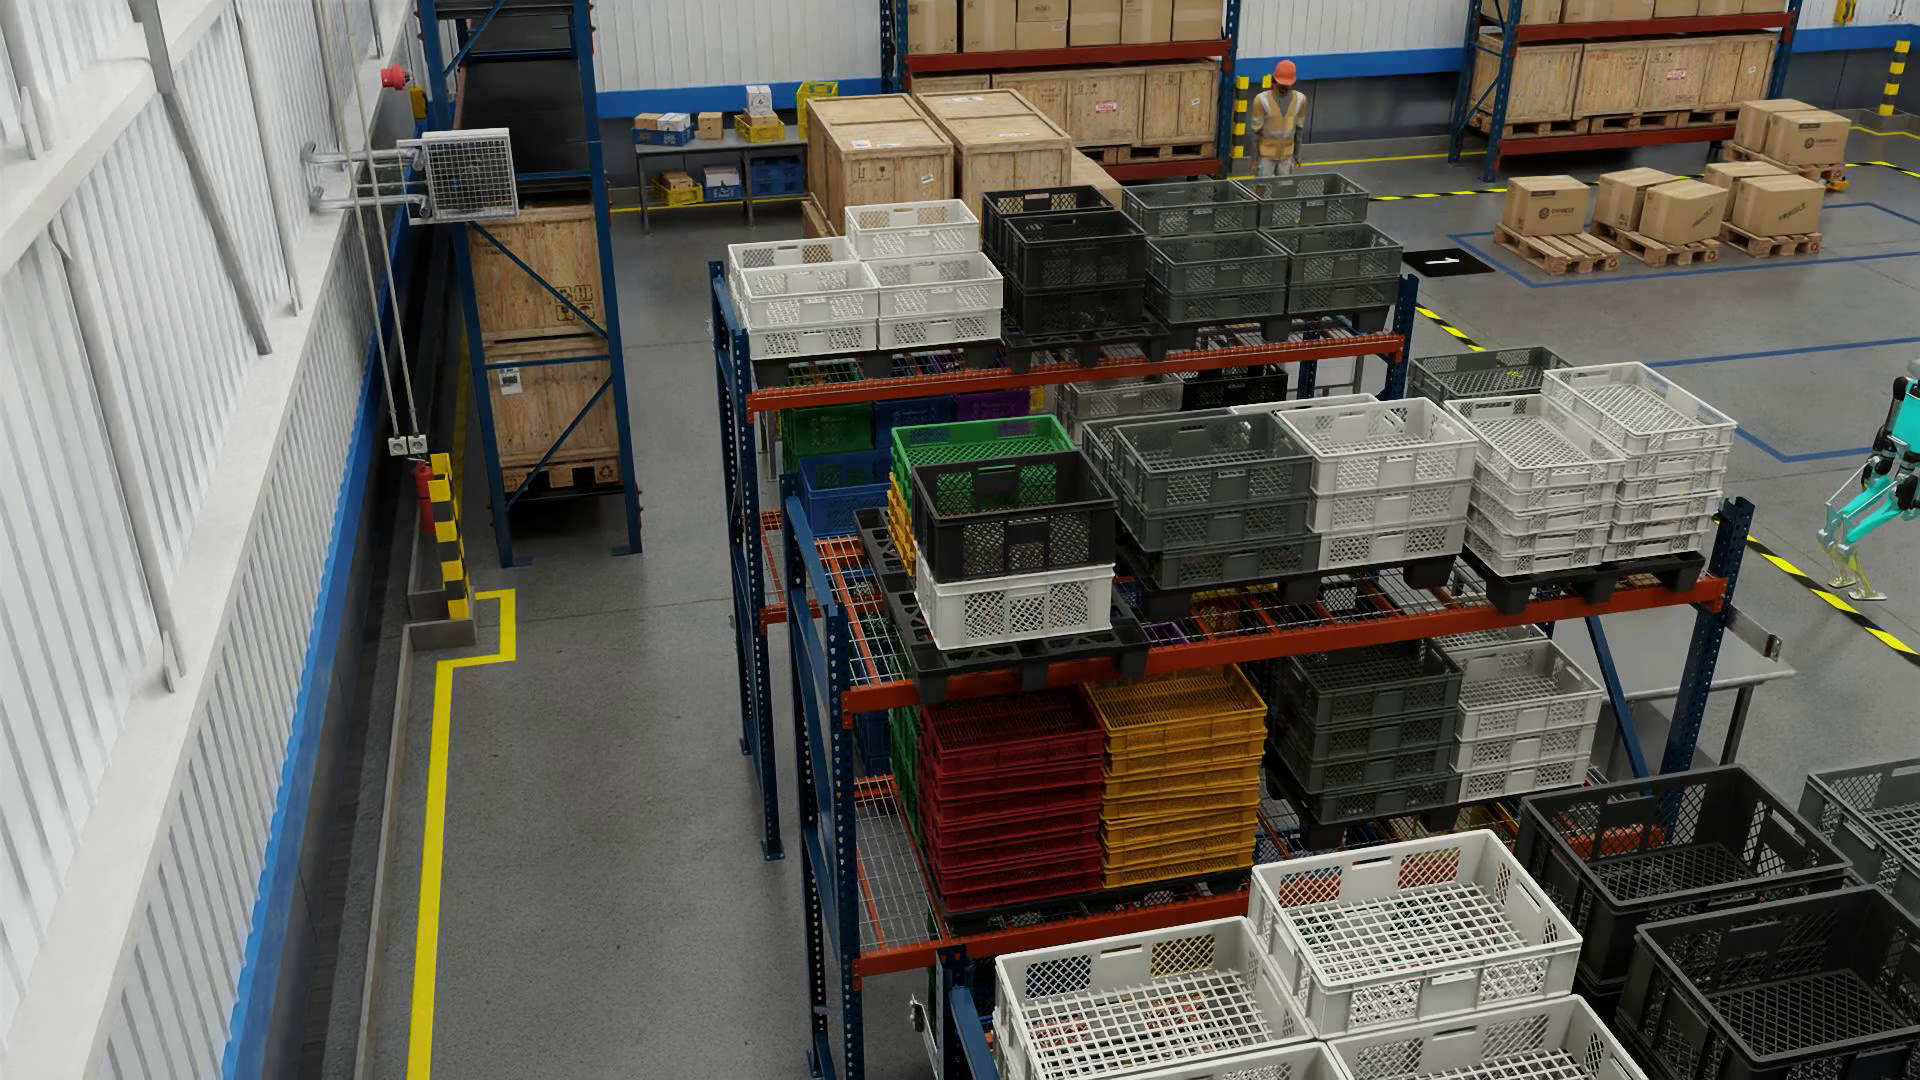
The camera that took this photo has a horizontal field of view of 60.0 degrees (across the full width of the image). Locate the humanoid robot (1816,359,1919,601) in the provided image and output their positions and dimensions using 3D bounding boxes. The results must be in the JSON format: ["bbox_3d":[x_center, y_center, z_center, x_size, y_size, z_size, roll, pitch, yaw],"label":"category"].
[{"bbox_3d":[6.068,-0.379,11.053,0.735,1.671,0.533,-6,28,-12],"label":"humanoid robot"}]

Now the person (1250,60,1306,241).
[{"bbox_3d":[3.455,-4.207,18.140,0.605,2.032,0.398,-5,28,-10],"label":"person"}]

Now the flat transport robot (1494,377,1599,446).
[{"bbox_3d":[4.780,-1.036,14.013,0.659,0.231,1.431,-6,28,-12],"label":"flat transport robot"}]

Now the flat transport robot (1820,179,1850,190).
[{"bbox_3d":[10.135,-4.472,20.501,1.431,0.197,0.652,-6,28,-12],"label":"flat transport robot"}]
